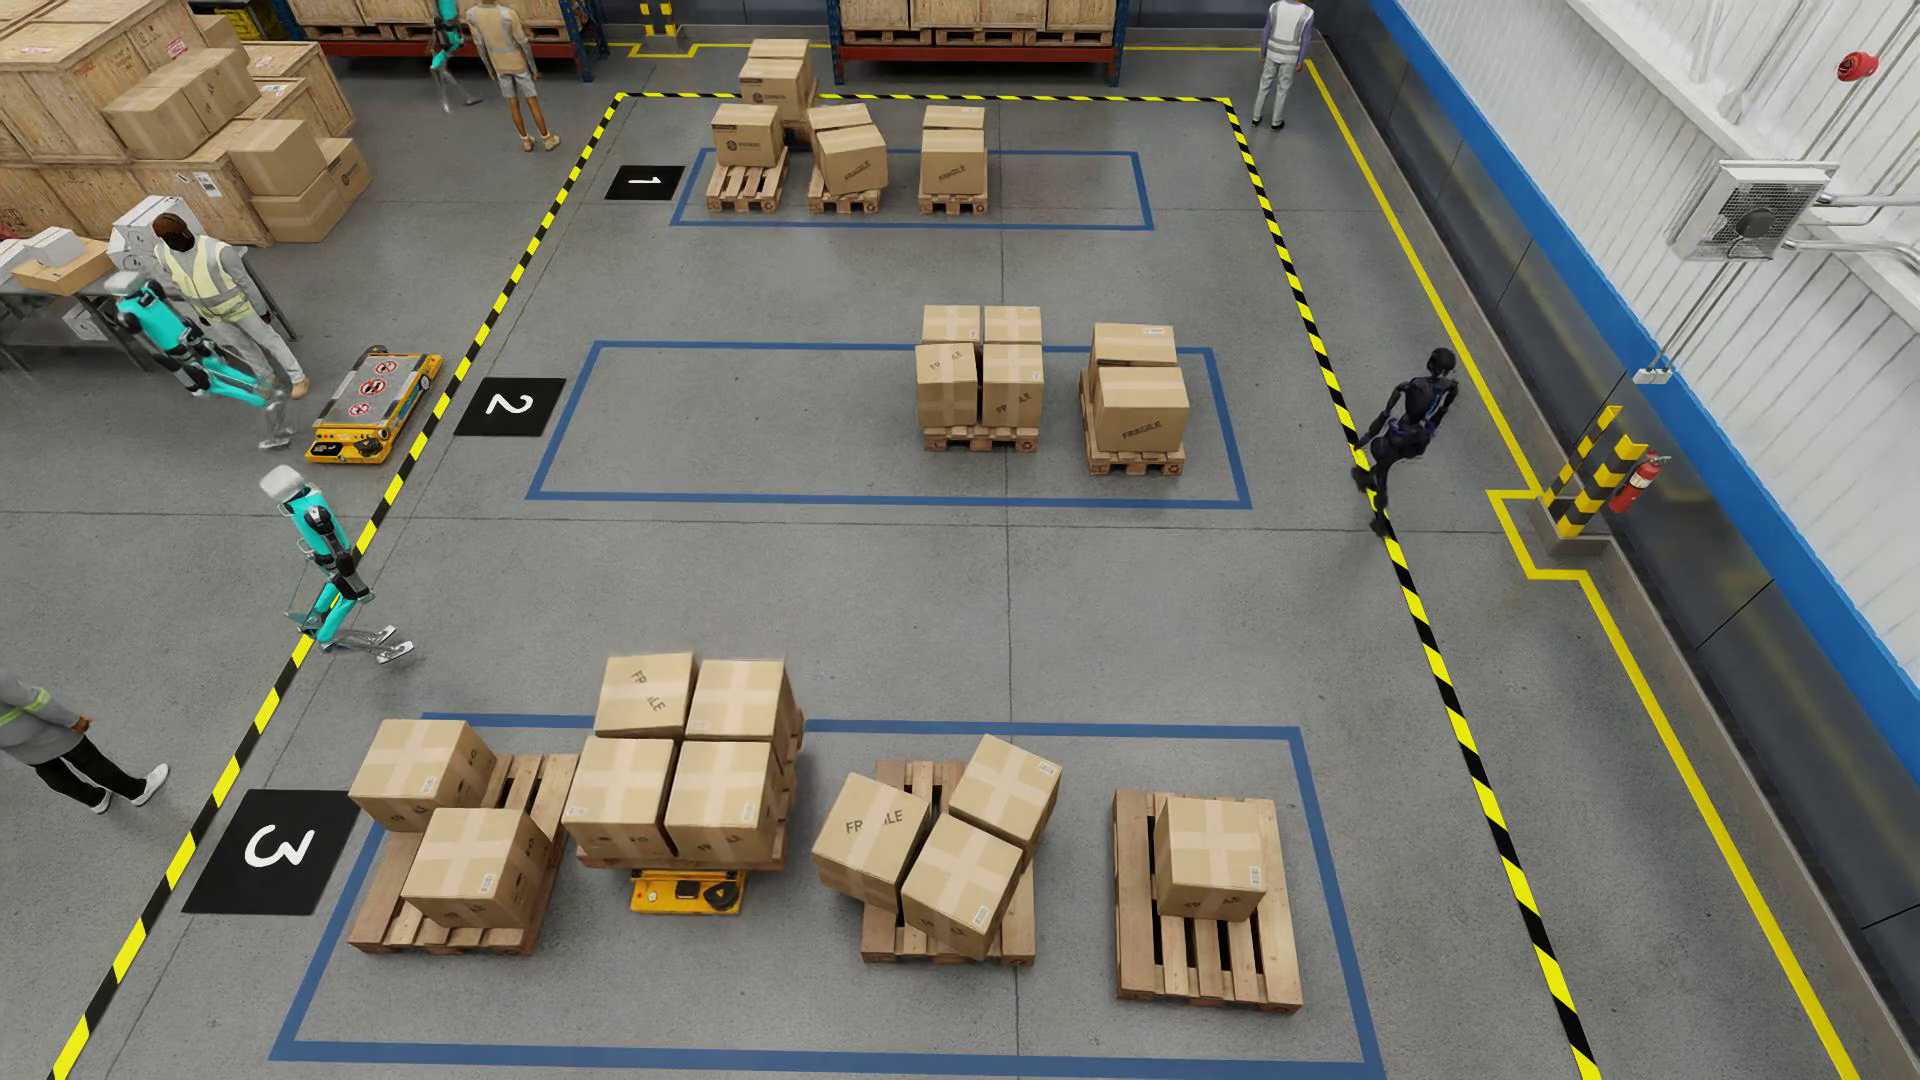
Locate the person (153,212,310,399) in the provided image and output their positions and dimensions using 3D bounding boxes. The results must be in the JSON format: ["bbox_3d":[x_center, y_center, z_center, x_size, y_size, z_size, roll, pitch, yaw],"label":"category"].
[{"bbox_3d":[-6.413,-2.023,8.056,0.622,1.837,0.429,-3,50,-2],"label":"person"}]

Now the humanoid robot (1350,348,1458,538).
[{"bbox_3d":[3.440,-0.803,7.163,0.592,1.630,0.793,-7,50,-6],"label":"humanoid robot"}]

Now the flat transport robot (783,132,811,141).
[{"bbox_3d":[-2.236,-5.430,11.943,1.431,0.197,0.652,1,50,1],"label":"flat transport robot"}]

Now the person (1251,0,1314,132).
[{"bbox_3d":[4.055,-6.086,11.493,0.585,1.832,0.403,27,55,21],"label":"person"}]

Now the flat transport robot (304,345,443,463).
[{"bbox_3d":[-5.383,-1.269,8.441,0.659,0.231,1.431,1,50,1],"label":"flat transport robot"}]

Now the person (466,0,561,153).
[{"bbox_3d":[-5.416,-5.736,11.061,0.610,2.039,0.387,-1,50,-1],"label":"person"}]

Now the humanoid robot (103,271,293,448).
[{"bbox_3d":[-6.120,-1.435,7.626,0.767,1.781,0.539,-5,50,-5],"label":"humanoid robot"}]

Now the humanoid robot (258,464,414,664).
[{"bbox_3d":[-4.277,0.286,6.072,0.533,1.681,0.735,35,58,26],"label":"humanoid robot"}]

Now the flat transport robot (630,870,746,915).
[{"bbox_3d":[-1.651,1.663,5.942,0.652,0.197,1.431,1,50,1],"label":"flat transport robot"}]

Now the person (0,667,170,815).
[{"bbox_3d":[-5.548,1.069,5.426,0.596,1.849,0.392,-7,50,-6],"label":"person"}]

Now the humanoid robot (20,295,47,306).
[{"bbox_3d":[-9.961,-2.959,8.982,0.747,1.645,0.606,0,50,0],"label":"humanoid robot"}]

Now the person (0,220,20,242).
[{"bbox_3d":[-9.974,-3.354,9.123,0.393,1.922,0.590,6,50,5],"label":"person"}]

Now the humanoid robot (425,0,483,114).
[{"bbox_3d":[-6.813,-6.527,11.928,0.873,1.773,0.598,4,50,3],"label":"humanoid robot"}]
